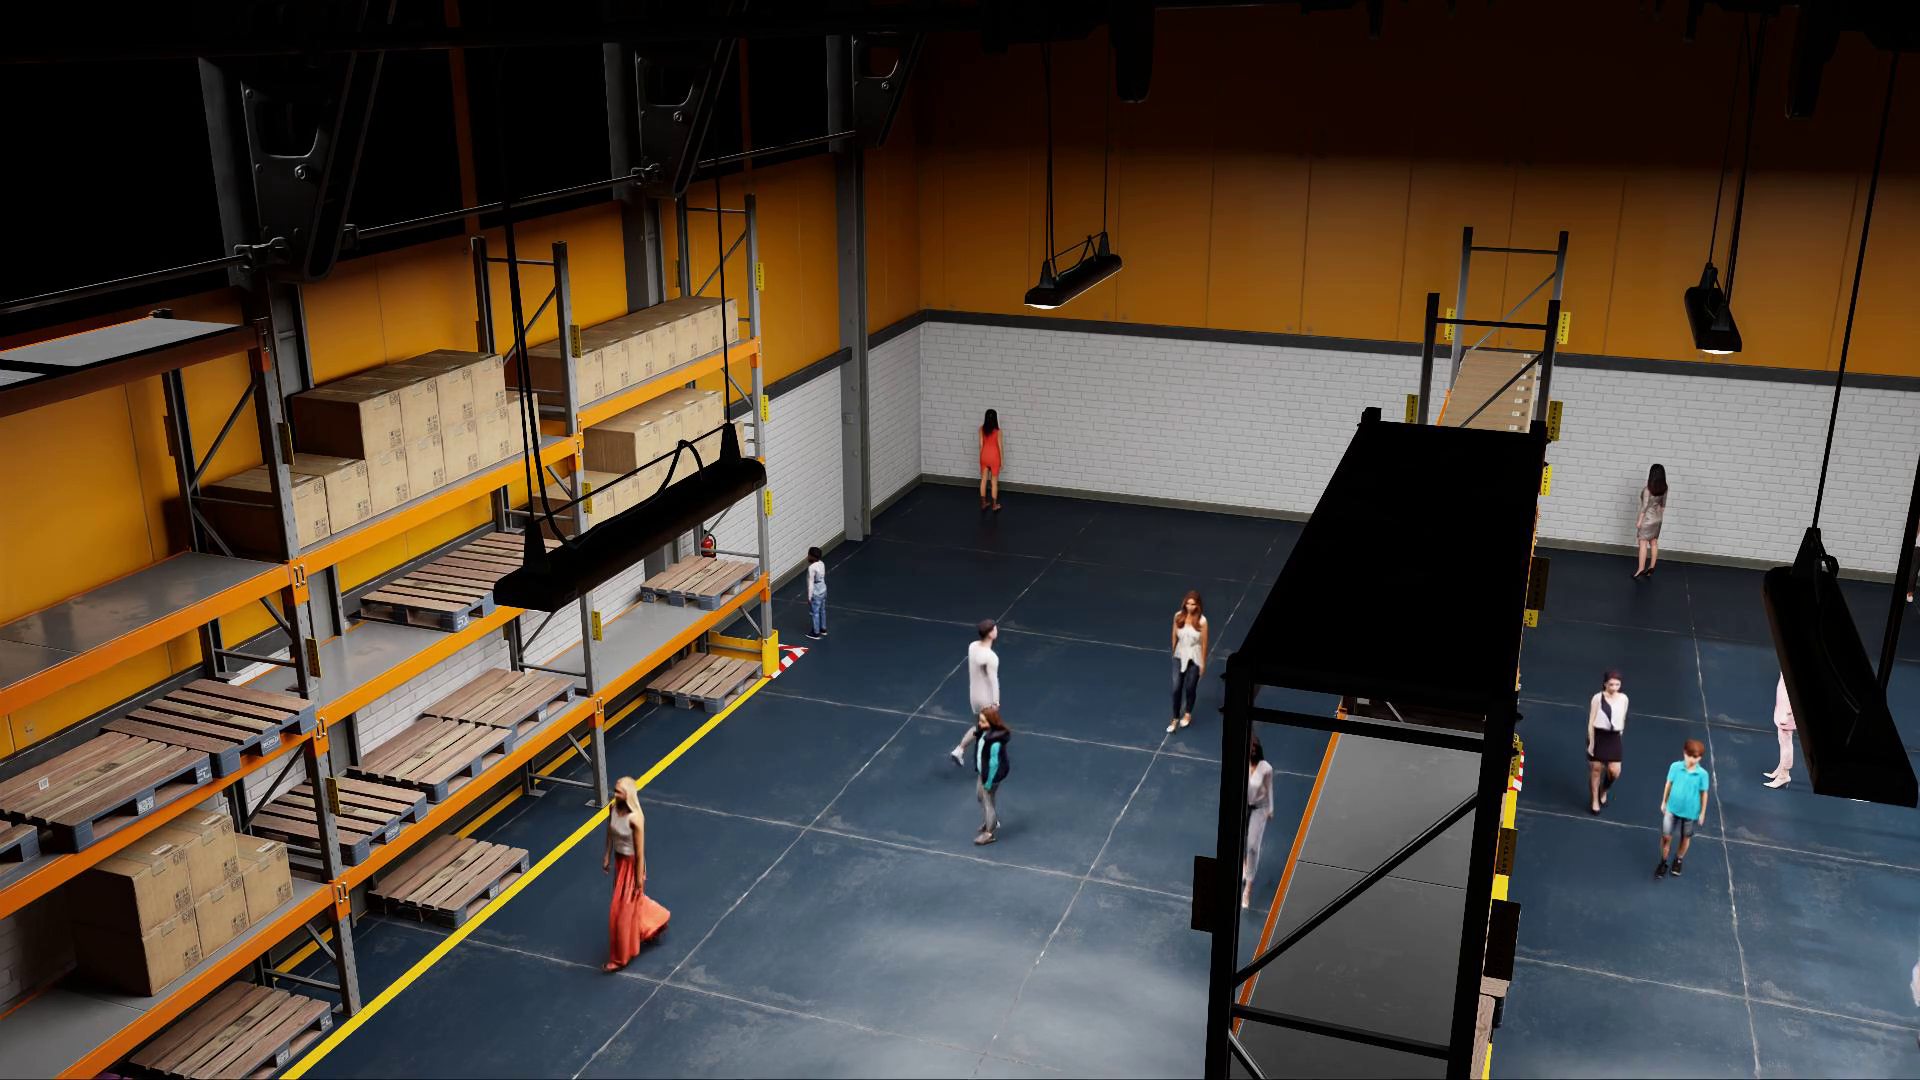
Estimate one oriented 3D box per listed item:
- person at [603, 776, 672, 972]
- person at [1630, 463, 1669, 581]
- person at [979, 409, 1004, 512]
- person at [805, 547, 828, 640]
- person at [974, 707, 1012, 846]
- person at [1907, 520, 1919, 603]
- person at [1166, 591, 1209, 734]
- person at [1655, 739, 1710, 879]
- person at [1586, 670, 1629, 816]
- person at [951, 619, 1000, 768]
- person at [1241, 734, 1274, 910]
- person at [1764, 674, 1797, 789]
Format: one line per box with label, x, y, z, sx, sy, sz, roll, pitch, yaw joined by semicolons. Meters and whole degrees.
person;-2.897;2.897;14.801;1.078;1.790;0.928;-15;24;-38
person;10.085;-0.272;24.280;0.657;1.746;0.712;-8;20;-22
person;0.494;-1.326;27.456;0.565;1.717;0.515;7;20;20
person;-1.912;0.690;22.188;0.544;1.258;0.442;9;21;25
person;0.340;2.355;16.870;0.802;1.497;0.733;-6;19;-17
person;13.600;0.073;23.417;0.590;1.643;0.546;4;19;13
person;2.698;1.364;19.409;0.623;1.755;0.782;9;20;24
person;7.085;2.586;16.276;0.607;1.438;0.685;10;21;28
person;6.721;2.095;17.422;0.620;1.637;0.656;0;19;1
person;0.205;1.723;18.228;1.042;1.829;0.965;-11;21;-29
person;2.771;2.593;15.845;0.638;1.701;1.082;6;19;16
person;8.982;1.820;17.979;0.688;1.803;0.487;9;21;25
